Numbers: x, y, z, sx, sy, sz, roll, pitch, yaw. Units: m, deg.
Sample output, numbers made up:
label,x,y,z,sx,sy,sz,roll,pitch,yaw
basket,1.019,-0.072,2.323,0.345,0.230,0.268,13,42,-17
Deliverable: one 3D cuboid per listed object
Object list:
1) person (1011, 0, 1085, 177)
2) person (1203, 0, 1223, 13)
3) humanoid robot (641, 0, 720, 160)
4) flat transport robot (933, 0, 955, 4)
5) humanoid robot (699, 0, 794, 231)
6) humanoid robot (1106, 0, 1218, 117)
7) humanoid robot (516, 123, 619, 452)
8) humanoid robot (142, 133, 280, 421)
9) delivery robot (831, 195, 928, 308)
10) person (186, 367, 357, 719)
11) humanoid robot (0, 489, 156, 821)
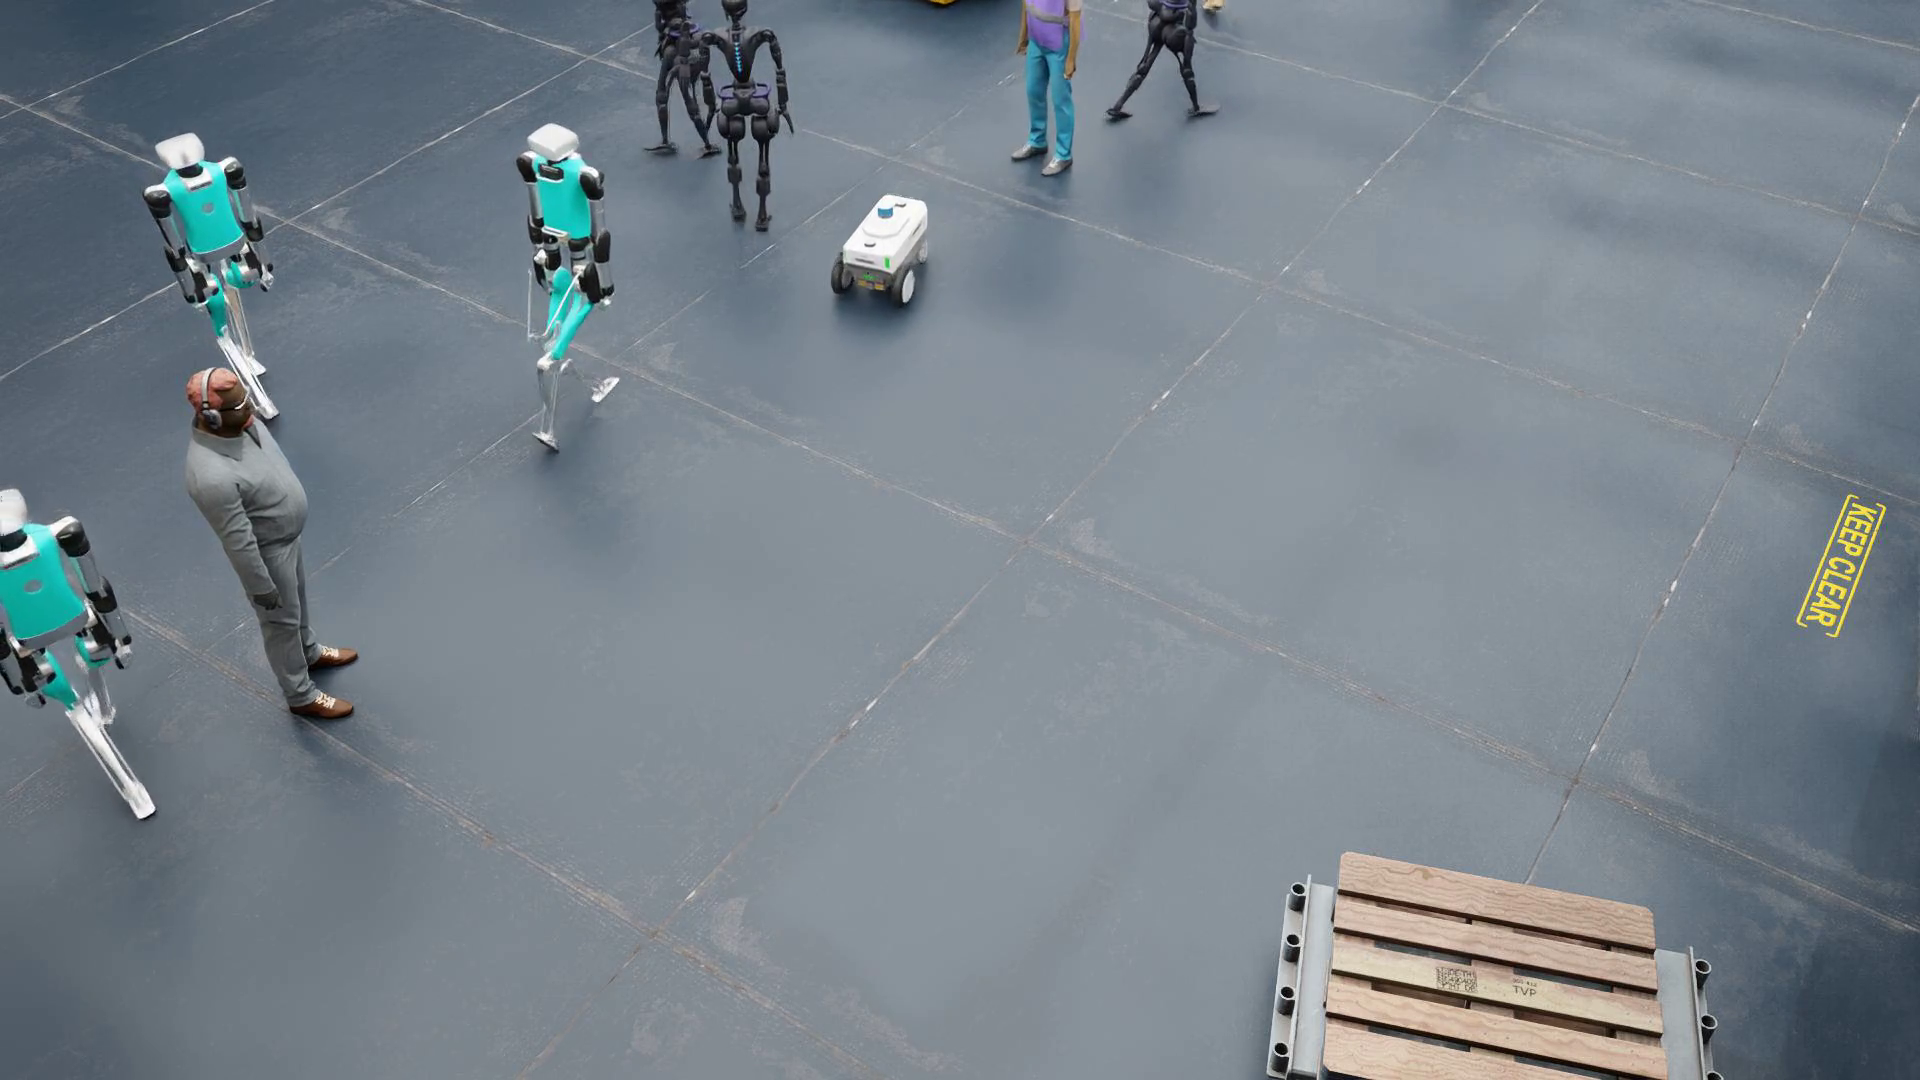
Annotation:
label,x,y,z,sx,sy,sz,roll,pitch,yaw
person,0.633,-3.414,11.426,0.395,1.837,0.568,-26,48,-26
person,2.045,-5.243,13.484,0.494,1.834,0.906,-8,42,-9
humanoid robot,-2.013,-3.401,11.537,0.556,1.649,0.608,-19,45,-20
flat transport robot,0.101,-5.028,14.406,0.659,0.231,1.431,31,50,30
humanoid robot,-1.392,-2.851,10.912,0.589,1.646,0.472,-3,42,-3
humanoid robot,1.519,-3.791,12.021,0.855,1.621,0.584,-13,43,-14
humanoid robot,-2.303,-1.311,9.167,0.537,1.772,0.971,19,45,20
humanoid robot,-4.208,-1.538,9.405,0.546,1.760,0.939,-30,50,-29
delivery robot,-0.477,-1.888,10.673,0.499,0.589,0.784,14,44,15
person,-3.119,0.011,7.540,0.407,1.906,0.651,-7,42,-8
humanoid robot,-3.991,0.382,7.295,0.540,1.787,0.982,-29,49,-29
